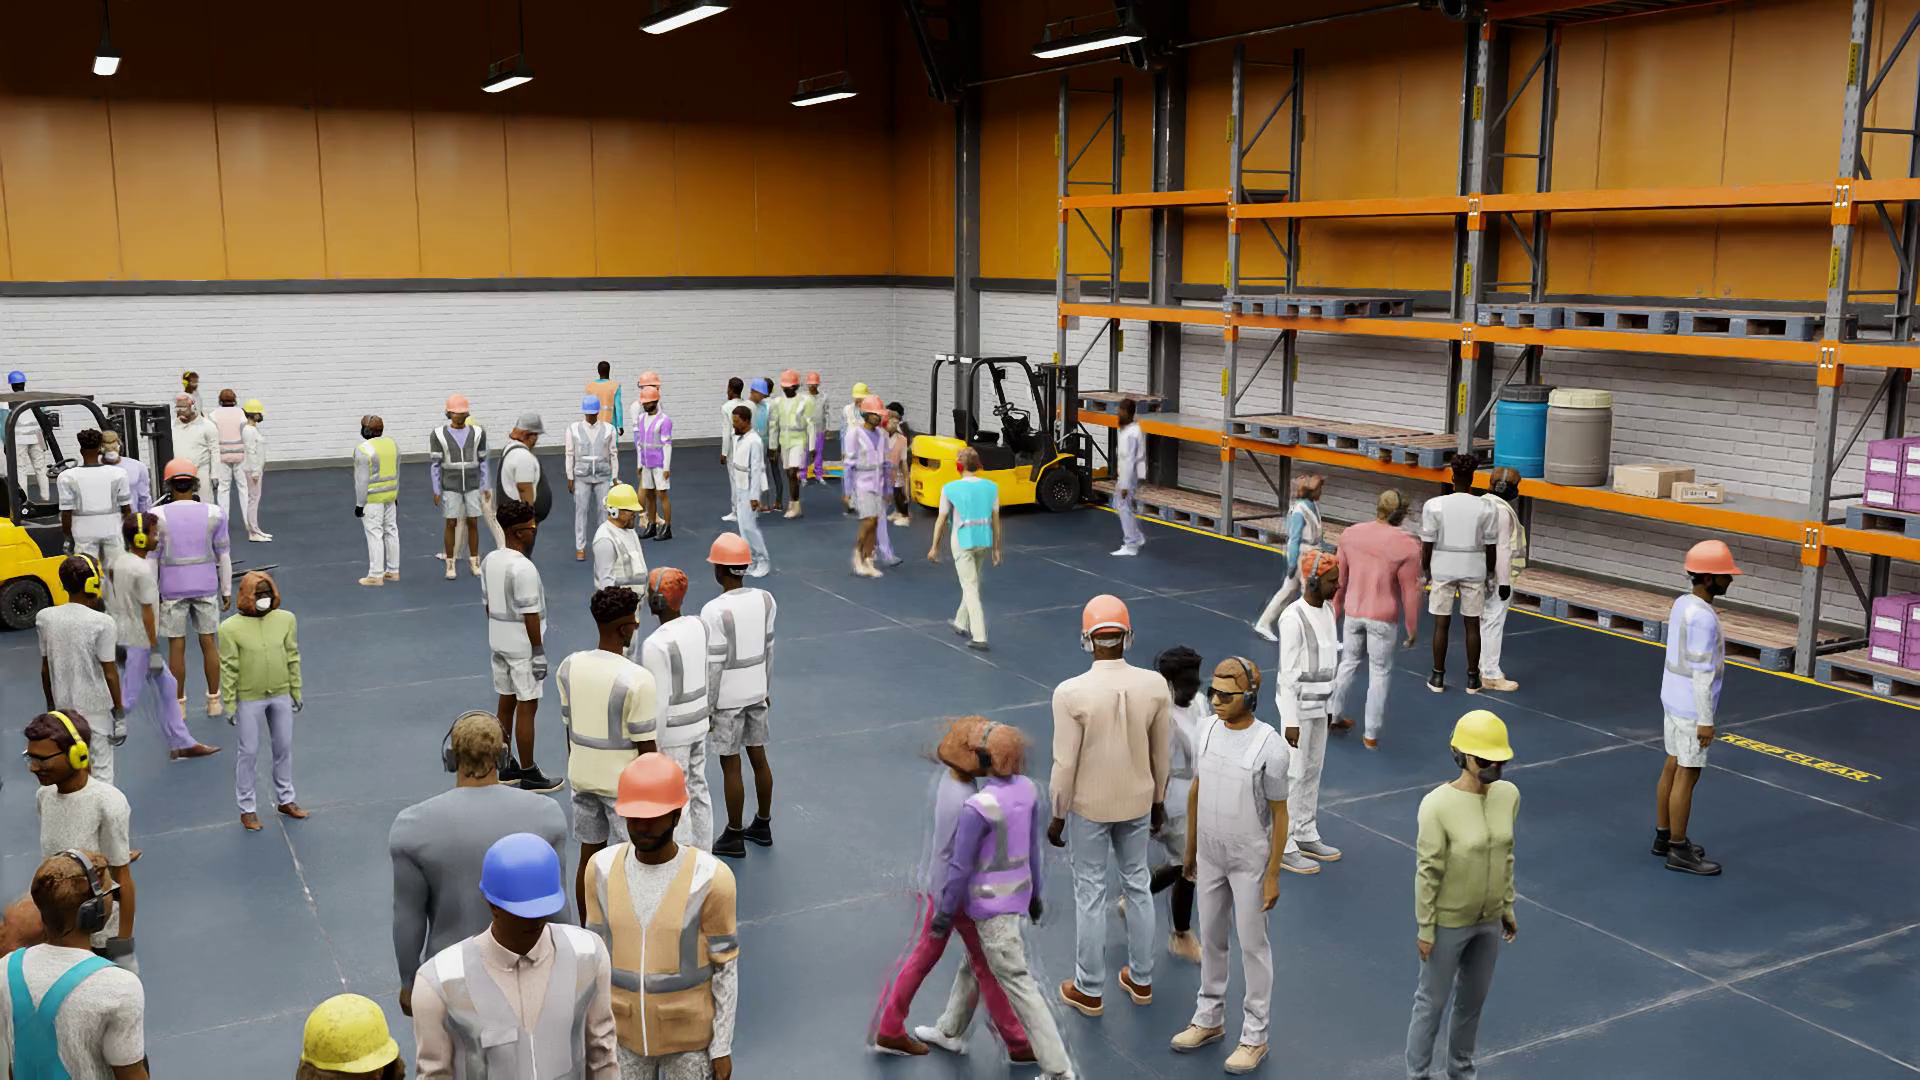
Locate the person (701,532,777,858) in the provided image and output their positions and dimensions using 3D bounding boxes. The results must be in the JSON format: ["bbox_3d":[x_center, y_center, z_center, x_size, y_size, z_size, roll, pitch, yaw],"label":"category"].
[{"bbox_3d":[-1.339,0.917,9.878,0.361,1.939,0.543,8,13,38],"label":"person"}]

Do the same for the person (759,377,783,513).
[{"bbox_3d":[-2.654,-1.310,22.898,0.531,1.869,0.310,-8,13,-40],"label":"person"}]

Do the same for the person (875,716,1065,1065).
[{"bbox_3d":[0.006,1.539,7.305,0.846,1.588,0.499,-1,10,-4],"label":"person"}]

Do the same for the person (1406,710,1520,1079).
[{"bbox_3d":[2.071,1.543,6.767,0.528,1.767,0.329,-5,11,-27],"label":"person"}]

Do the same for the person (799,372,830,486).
[{"bbox_3d":[-2.245,-1.711,25.548,0.564,1.748,0.339,-5,11,-26],"label":"person"}]

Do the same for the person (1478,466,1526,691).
[{"bbox_3d":[4.425,0.305,13.700,0.429,1.837,0.620,0,10,2],"label":"person"}]

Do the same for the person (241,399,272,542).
[{"bbox_3d":[-8.715,-0.861,20.615,0.323,1.765,0.534,-3,10,-19],"label":"person"}]

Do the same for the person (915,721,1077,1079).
[{"bbox_3d":[0.165,1.562,7.165,0.881,1.593,0.505,6,11,29],"label":"person"}]

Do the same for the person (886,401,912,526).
[{"bbox_3d":[-0.878,-0.989,21.652,0.515,1.655,0.584,3,10,16],"label":"person"}]

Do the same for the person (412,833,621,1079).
[{"bbox_3d":[-1.283,1.783,4.899,0.604,1.939,0.416,-6,12,-32],"label":"person"}]

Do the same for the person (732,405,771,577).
[{"bbox_3d":[-2.326,-0.539,18.363,0.470,1.904,0.601,-4,11,-24],"label":"person"}]

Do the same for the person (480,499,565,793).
[{"bbox_3d":[-2.925,0.702,11.035,0.367,1.967,0.600,-9,13,-42],"label":"person"}]

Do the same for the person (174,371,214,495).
[{"bbox_3d":[-11.130,-1.520,24.175,0.405,1.855,0.537,3,10,19],"label":"person"}]

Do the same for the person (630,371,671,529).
[{"bbox_3d":[-3.995,-1.163,21.539,0.370,2.048,0.607,4,11,21],"label":"person"}]

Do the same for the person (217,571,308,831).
[{"bbox_3d":[-4.344,0.990,10.359,0.276,1.627,0.497,9,13,42],"label":"person"}]

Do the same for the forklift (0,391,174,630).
[{"bbox_3d":[-9.026,-0.363,16.508,1.214,2.155,2.313,6,11,29],"label":"forklift"}]

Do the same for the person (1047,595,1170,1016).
[{"bbox_3d":[0.692,1.243,7.860,0.619,1.984,0.401,-4,11,-22],"label":"person"}]

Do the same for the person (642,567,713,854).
[{"bbox_3d":[-1.563,1.074,9.134,0.356,1.883,0.573,4,11,21],"label":"person"}]

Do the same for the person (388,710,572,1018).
[{"bbox_3d":[-1.750,1.574,6.133,0.637,1.930,0.373,-4,11,-24],"label":"person"}]

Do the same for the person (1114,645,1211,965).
[{"bbox_3d":[1.052,1.316,8.363,0.525,1.660,0.552,5,11,27],"label":"person"}]

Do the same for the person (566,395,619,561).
[{"bbox_3d":[-4.269,-0.724,19.331,0.604,1.937,0.402,-3,10,-18],"label":"person"}]

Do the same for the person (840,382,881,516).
[{"bbox_3d":[-1.350,-1.226,22.539,0.586,1.827,0.403,2,10,12],"label":"person"}]

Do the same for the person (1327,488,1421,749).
[{"bbox_3d":[2.992,0.563,12.058,0.749,1.911,0.498,8,13,39],"label":"person"}]

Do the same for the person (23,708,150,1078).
[{"bbox_3d":[-3.390,1.555,6.454,0.520,1.857,0.343,5,11,28],"label":"person"}]

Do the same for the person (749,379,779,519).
[{"bbox_3d":[-2.789,-1.254,22.586,0.607,1.883,0.996,-4,11,-21],"label":"person"}]

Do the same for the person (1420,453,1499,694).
[{"bbox_3d":[4.043,0.273,13.508,0.609,1.965,0.369,3,10,15],"label":"person"}]

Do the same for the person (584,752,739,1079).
[{"bbox_3d":[-1.018,1.655,5.621,0.546,1.942,0.352,2,10,10],"label":"person"}]

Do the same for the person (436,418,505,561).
[{"bbox_3d":[-5.604,-0.575,19.121,0.943,1.713,0.527,4,11,22],"label":"person"}]

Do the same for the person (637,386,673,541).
[{"bbox_3d":[-3.814,-0.951,20.656,0.544,1.930,0.387,7,12,35],"label":"person"}]

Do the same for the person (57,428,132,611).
[{"bbox_3d":[-7.976,-0.054,15.388,0.611,1.965,0.362,-7,12,-35],"label":"person"}]

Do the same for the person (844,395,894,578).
[{"bbox_3d":[-0.975,-0.572,18.196,0.424,2.028,0.644,9,13,42],"label":"person"}]

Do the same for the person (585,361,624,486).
[{"bbox_3d":[-5.449,-1.783,25.510,0.588,1.911,0.397,3,10,15],"label":"person"}]

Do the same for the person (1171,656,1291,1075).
[{"bbox_3d":[1.193,1.408,7.316,0.339,1.845,0.514,-9,14,-43],"label":"person"}]

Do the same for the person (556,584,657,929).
[{"bbox_3d":[-1.728,1.187,8.284,0.598,1.958,0.373,6,11,30],"label":"person"}]

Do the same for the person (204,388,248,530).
[{"bbox_3d":[-9.374,-1.030,21.405,0.618,1.835,0.429,-4,11,-21],"label":"person"}]

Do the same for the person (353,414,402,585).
[{"bbox_3d":[-6.295,-0.434,17.933,0.429,1.845,0.627,4,11,21],"label":"person"}]

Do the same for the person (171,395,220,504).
[{"bbox_3d":[-9.080,-0.763,19.644,0.652,1.906,0.404,1,10,3],"label":"person"}]

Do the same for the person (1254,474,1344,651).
[{"bbox_3d":[3.088,0.183,15.100,0.882,1.590,0.504,4,11,23],"label":"person"}]

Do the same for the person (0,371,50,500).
[{"bbox_3d":[-13.010,-1.382,23.130,0.425,1.938,0.603,7,12,36],"label":"person"}]

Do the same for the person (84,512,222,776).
[{"bbox_3d":[-5.679,0.715,11.428,0.984,1.817,0.514,-8,13,-40],"label":"person"}]

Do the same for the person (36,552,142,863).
[{"bbox_3d":[-5.064,1.000,9.636,0.512,1.861,0.325,1,10,9],"label":"person"}]

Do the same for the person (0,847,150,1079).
[{"bbox_3d":[-2.619,1.821,4.986,0.501,1.838,0.341,3,10,14],"label":"person"}]

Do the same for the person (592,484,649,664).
[{"bbox_3d":[-2.604,0.467,12.818,0.403,1.820,0.603,1,10,7],"label":"person"}]

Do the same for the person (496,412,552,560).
[{"bbox_3d":[-4.349,-0.302,16.602,0.539,2.000,0.742,-5,11,-26],"label":"person"}]

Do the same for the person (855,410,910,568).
[{"bbox_3d":[-0.845,-0.586,18.939,0.578,1.786,0.973,-7,12,-34],"label":"person"}]

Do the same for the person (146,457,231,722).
[{"bbox_3d":[-5.911,0.376,12.738,0.613,2.033,0.411,-7,12,-34],"label":"person"}]

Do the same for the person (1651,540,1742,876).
[{"bbox_3d":[4.269,0.957,9.649,0.371,1.939,0.543,2,10,10],"label":"person"}]

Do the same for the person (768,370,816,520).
[{"bbox_3d":[-2.301,-1.263,22.216,0.651,2.008,0.777,5,11,26],"label":"person"}]

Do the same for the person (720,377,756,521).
[{"bbox_3d":[-2.952,-1.208,22.174,0.389,1.917,0.592,7,12,35],"label":"person"}]

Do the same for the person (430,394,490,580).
[{"bbox_3d":[-5.460,-0.583,18.215,0.616,2.040,0.382,-5,11,-27],"label":"person"}]

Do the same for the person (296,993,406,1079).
[{"bbox_3d":[-1.535,1.988,4.271,0.312,1.744,0.487,5,11,25],"label":"person"}]

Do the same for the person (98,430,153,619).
[{"bbox_3d":[-7.917,-0.075,15.634,0.636,1.928,0.385,-8,13,-39],"label":"person"}]

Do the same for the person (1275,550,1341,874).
[{"bbox_3d":[2.024,0.986,9.661,0.358,1.880,0.575,7,12,36],"label":"person"}]

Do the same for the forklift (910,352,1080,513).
[{"bbox_3d":[0.460,-1.461,22.833,2.313,2.155,1.214,-5,11,-28],"label":"forklift"}]

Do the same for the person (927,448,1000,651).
[{"bbox_3d":[0.027,0.061,15.180,0.595,1.799,0.920,-6,12,-31],"label":"person"}]

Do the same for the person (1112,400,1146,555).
[{"bbox_3d":[1.996,-0.729,19.568,0.391,1.868,0.687,0,10,0],"label":"person"}]
